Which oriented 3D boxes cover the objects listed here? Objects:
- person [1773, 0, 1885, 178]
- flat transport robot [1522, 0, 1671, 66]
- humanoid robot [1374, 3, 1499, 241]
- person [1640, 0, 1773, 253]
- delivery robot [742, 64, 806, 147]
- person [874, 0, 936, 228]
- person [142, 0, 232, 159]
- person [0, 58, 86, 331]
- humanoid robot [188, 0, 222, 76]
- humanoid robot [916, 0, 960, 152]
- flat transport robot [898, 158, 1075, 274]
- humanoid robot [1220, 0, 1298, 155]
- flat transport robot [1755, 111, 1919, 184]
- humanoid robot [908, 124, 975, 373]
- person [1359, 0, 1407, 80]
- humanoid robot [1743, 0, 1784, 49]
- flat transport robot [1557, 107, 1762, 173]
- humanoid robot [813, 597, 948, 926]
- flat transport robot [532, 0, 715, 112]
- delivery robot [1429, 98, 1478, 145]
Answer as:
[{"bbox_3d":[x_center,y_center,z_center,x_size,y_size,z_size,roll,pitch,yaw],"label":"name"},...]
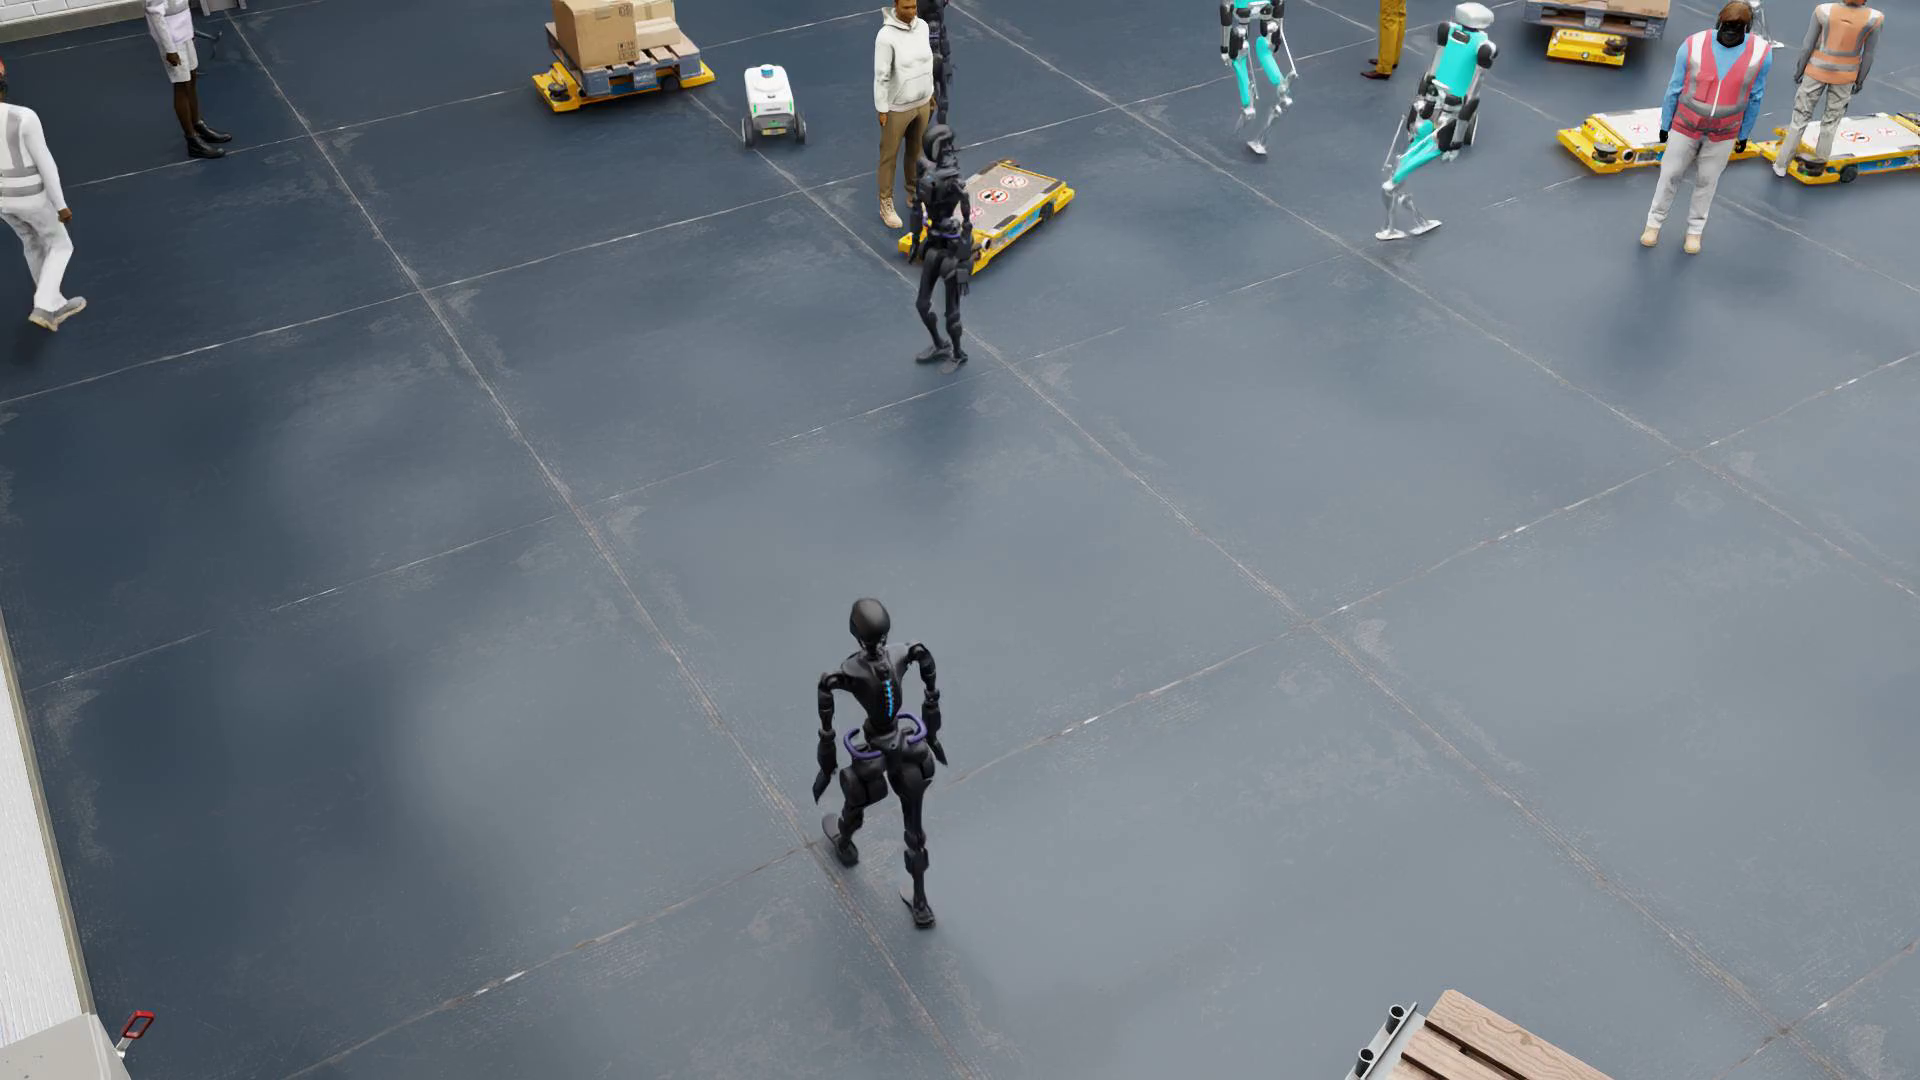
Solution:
[{"bbox_3d":[6.590,-3.505,12.606,0.512,1.644,0.306,17,41,20],"label":"person"},{"bbox_3d":[5.804,-4.736,15.268,0.659,0.231,1.431,13,40,16],"label":"flat transport robot"},{"bbox_3d":[3.212,-2.847,11.715,0.901,1.755,0.545,-17,41,-20],"label":"humanoid robot"},{"bbox_3d":[5.235,-2.894,11.691,0.628,1.836,0.431,13,40,16],"label":"person"},{"bbox_3d":[-1.548,-3.552,13.558,0.499,0.613,0.797,-7,39,-9],"label":"delivery robot"},{"bbox_3d":[-0.415,-3.162,12.075,0.531,1.766,0.364,-28,46,-31],"label":"person"},{"bbox_3d":[-6.075,-3.938,12.922,0.372,1.933,0.546,-4,39,-5],"label":"person"},{"bbox_3d":[-6.101,-2.182,10.763,0.605,1.860,0.575,7,39,9],"label":"person"},{"bbox_3d":[-6.682,-4.788,14.206,0.501,1.643,0.609,-29,46,-31],"label":"humanoid robot"},{"bbox_3d":[-0.231,-3.853,13.028,0.343,1.664,0.603,-12,40,-15],"label":"humanoid robot"},{"bbox_3d":[0.212,-2.423,12.349,0.659,0.231,1.431,22,44,26],"label":"flat transport robot"},{"bbox_3d":[2.331,-3.766,12.889,0.538,1.801,0.772,-12,40,-14],"label":"humanoid robot"},{"bbox_3d":[7.151,-3.118,13.225,1.431,0.231,0.659,-9,39,-12],"label":"flat transport robot"},{"bbox_3d":[-0.103,-1.818,10.456,0.323,1.655,0.599,-27,46,-30],"label":"humanoid robot"},{"bbox_3d":[3.726,-4.828,14.197,0.344,1.747,0.530,20,43,23],"label":"person"},{"bbox_3d":[7.122,-5.122,14.465,0.735,1.677,0.533,-11,40,-14],"label":"humanoid robot"},{"bbox_3d":[5.622,-3.226,13.363,1.431,0.231,0.659,-8,39,-10],"label":"flat transport robot"},{"bbox_3d":[-0.347,0.889,7.059,0.600,1.625,0.735,-17,42,-21],"label":"humanoid robot"},{"bbox_3d":[-2.909,-4.027,14.373,1.431,0.231,0.659,-17,42,-21],"label":"flat transport robot"},{"bbox_3d":[4.011,-3.599,13.605,0.499,0.597,0.779,13,40,15],"label":"delivery robot"}]
